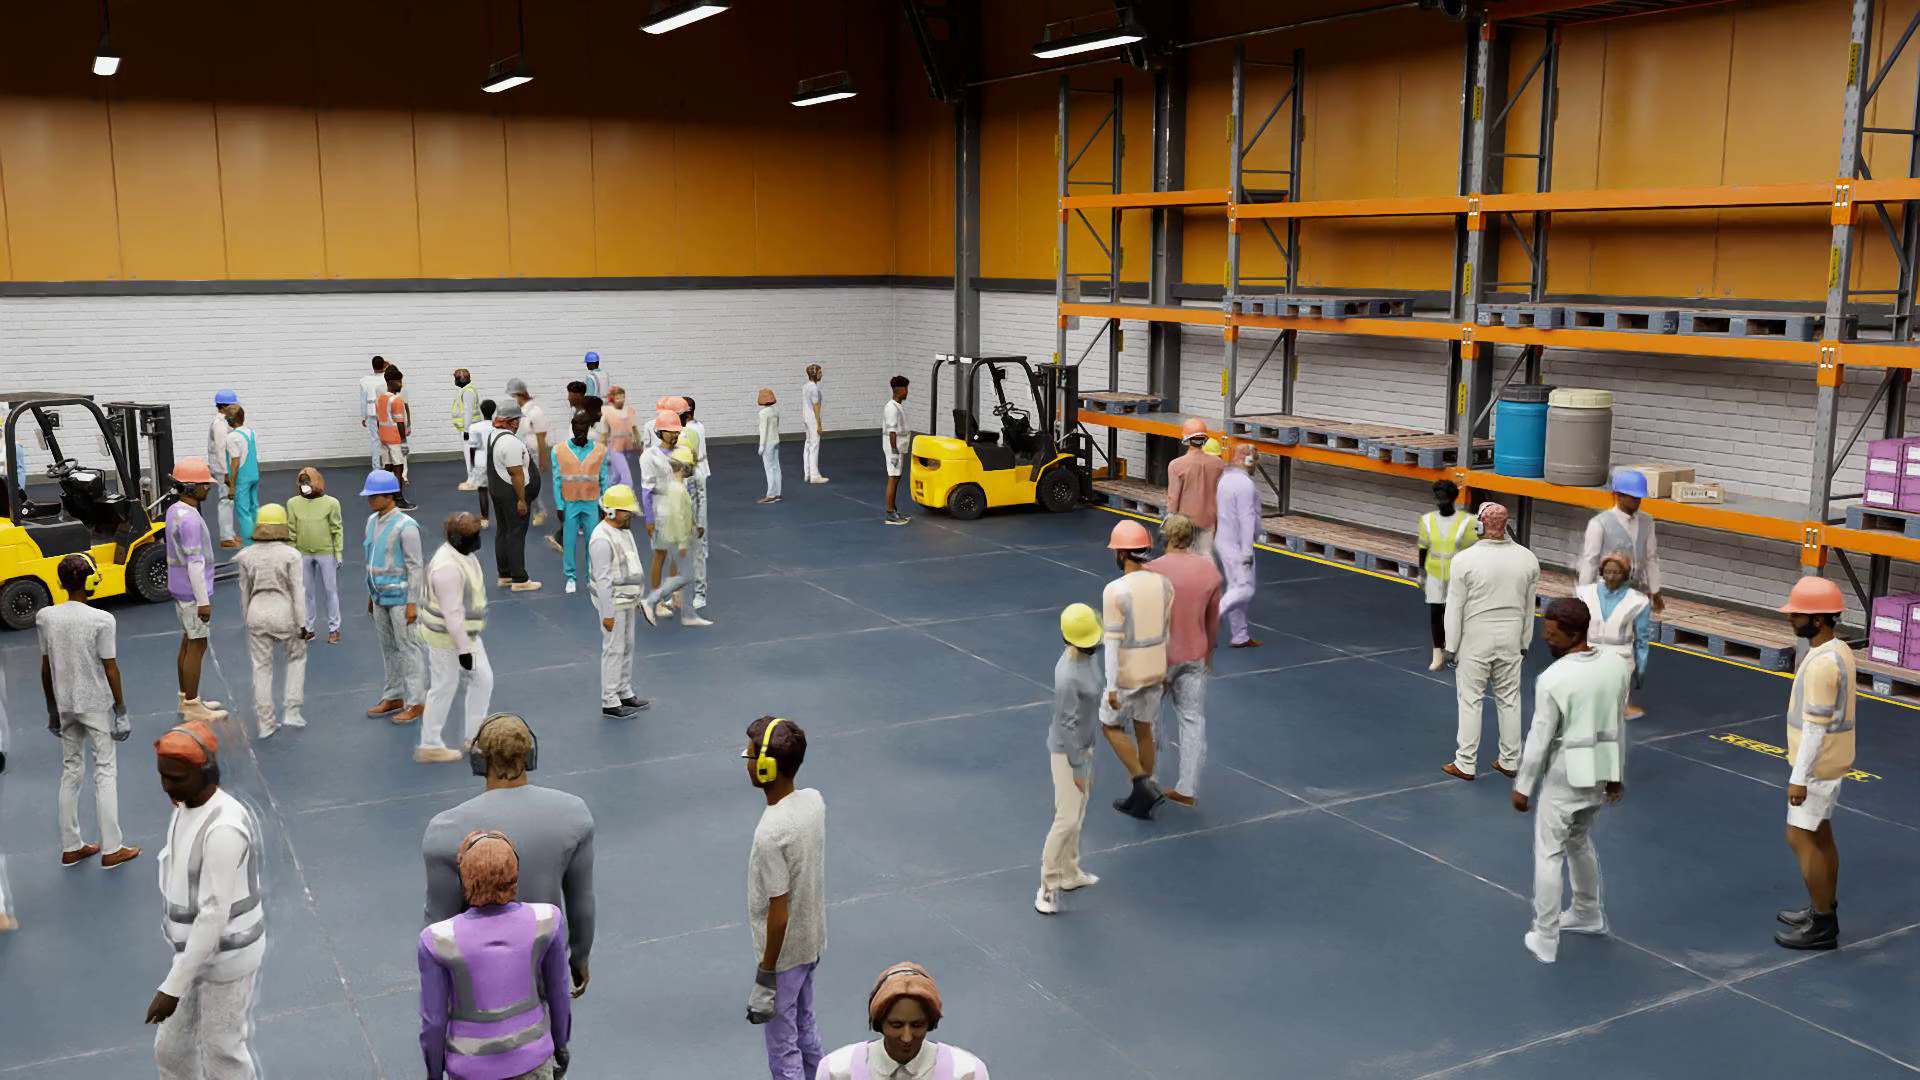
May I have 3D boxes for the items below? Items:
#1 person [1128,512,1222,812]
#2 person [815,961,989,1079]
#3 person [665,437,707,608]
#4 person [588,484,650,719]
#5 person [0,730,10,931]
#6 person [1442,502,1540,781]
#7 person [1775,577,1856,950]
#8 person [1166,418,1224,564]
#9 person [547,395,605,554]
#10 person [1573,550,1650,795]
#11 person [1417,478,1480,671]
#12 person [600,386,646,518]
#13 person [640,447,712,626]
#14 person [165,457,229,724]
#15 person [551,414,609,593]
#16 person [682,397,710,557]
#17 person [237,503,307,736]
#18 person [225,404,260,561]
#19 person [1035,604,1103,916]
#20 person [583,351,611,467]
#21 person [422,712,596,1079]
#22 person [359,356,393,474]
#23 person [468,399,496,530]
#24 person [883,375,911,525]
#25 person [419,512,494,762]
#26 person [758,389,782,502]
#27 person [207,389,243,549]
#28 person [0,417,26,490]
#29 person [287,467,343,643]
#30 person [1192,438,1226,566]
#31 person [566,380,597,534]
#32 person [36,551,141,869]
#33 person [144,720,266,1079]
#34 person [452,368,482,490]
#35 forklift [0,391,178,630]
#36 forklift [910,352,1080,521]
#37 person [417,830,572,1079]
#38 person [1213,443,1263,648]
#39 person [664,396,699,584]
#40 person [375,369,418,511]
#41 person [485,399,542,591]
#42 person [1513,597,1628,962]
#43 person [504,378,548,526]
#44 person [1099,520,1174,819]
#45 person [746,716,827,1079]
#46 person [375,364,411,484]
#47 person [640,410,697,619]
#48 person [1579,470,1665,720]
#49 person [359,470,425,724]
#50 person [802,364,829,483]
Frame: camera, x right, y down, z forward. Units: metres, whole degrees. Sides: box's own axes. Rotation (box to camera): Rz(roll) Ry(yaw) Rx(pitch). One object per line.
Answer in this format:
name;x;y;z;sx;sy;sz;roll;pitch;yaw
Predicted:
person;1.363;0.762;10.834;0.658;1.911;0.785;-3;10;-19
person;-0.164;1.969;4.716;0.516;1.633;0.317;0;10;0
person;-2.762;-0.171;16.730;0.486;1.735;0.322;7;12;36
person;-2.633;0.470;12.800;0.403;1.818;0.606;1;10;6
person;-5.397;1.182;8.710;0.746;1.811;0.666;-1;10;-4
person;3.589;0.687;11.337;0.641;1.899;0.395;-2;10;-11
person;4.419;1.144;8.634;0.427;1.925;0.547;7;12;33
person;2.251;-0.180;16.029;0.612;1.995;0.377;-4;11;-23
person;-4.422;-0.727;19.348;0.708;1.937;0.634;-3;10;-19
person;4.384;0.840;11.245;0.501;1.606;0.761;7;12;33
person;4.190;0.288;14.227;0.566;1.674;0.465;8;12;37
person;-4.656;-1.206;22.536;0.976;1.792;0.580;6;12;32
person;-2.700;-0.010;15.812;0.608;1.740;0.543;-2;10;-11
person;-5.814;0.381;12.687;0.396;2.034;0.606;-6;12;-32
person;-3.990;-0.388;17.519;0.585;1.902;0.406;-4;11;-22
person;-3.099;-0.702;19.276;0.384;1.913;0.607;1;10;5
person;-5.095;0.593;12.359;0.514;1.724;0.429;0;10;-2
person;-8.270;-0.653;19.189;0.329;1.842;0.509;2;10;9
person;0.636;1.162;9.106;0.333;1.720;0.651;3;10;16
person;-6.015;-2.145;27.523;0.415;1.937;0.604;3;10;18
person;-1.640;1.579;6.113;0.641;1.927;0.386;-7;12;-35
person;-9.298;-1.996;26.705;0.597;1.917;0.379;-4;11;-20
person;-6.067;-0.974;21.475;0.539;1.696;0.319;-5;11;-29
person;-0.832;-1.195;21.958;0.366;1.962;0.614;1;10;4
person;-3.513;0.686;11.607;0.683;1.800;0.648;0;10;-1
person;-2.738;-1.350;23.803;0.286;1.633;0.500;4;11;22
person;-8.855;-0.855;20.103;0.418;1.939;0.615;-4;10;-20
person;-10.718;-0.532;18.526;0.603;1.830;0.404;2;10;10
person;-5.892;0.142;15.214;0.503;1.632;0.271;0;10;0
person;2.467;-0.153;16.603;0.492;1.740;0.325;-4;11;-23
person;-4.803;-1.055;21.192;0.372;1.958;0.598;-5;11;-24
person;-5.092;0.991;9.689;0.514;1.861;0.321;2;10;10
person;-2.859;1.590;6.195;0.506;1.866;0.592;-9;13;-42
person;-7.447;-1.675;25.125;0.429;1.831;0.636;-3;10;-18
forklift;-9.026;-0.363;16.508;1.214;2.155;2.313;6;11;29
forklift;0.460;-1.461;22.833;2.313;2.155;1.214;-5;11;-28
person;-1.579;1.792;5.700;0.520;1.640;0.307;-6;11;-30
person;2.435;0.063;15.006;0.596;1.875;0.687;-2;10;-10
person;-3.024;-0.537;17.987;0.403;2.035;0.604;2;10;12
person;-7.846;-1.383;23.054;0.602;1.961;0.371;9;13;42
person;-4.727;-0.489;17.681;0.537;2.000;0.683;-7;12;-37
person;3.116;1.197;8.441;0.708;1.881;0.488;-6;12;-31
person;-5.616;-1.129;21.362;0.683;2.000;1.014;5;11;27
person;1.114;0.831;10.429;0.554;1.917;0.511;-6;12;-32
person;-0.668;1.576;6.285;0.311;1.869;0.533;3;10;15
person;-8.723;-1.775;25.615;0.509;1.860;0.333;-4;11;-23
person;-2.838;-0.259;16.347;0.374;2.042;0.615;8;12;38
person;5.170;0.415;12.882;0.607;1.905;0.893;-5;11;-25
person;-4.331;0.426;12.676;0.614;1.945;0.404;8;13;39
person;-2.266;-1.807;25.825;0.343;1.847;0.506;-4;11;-24
